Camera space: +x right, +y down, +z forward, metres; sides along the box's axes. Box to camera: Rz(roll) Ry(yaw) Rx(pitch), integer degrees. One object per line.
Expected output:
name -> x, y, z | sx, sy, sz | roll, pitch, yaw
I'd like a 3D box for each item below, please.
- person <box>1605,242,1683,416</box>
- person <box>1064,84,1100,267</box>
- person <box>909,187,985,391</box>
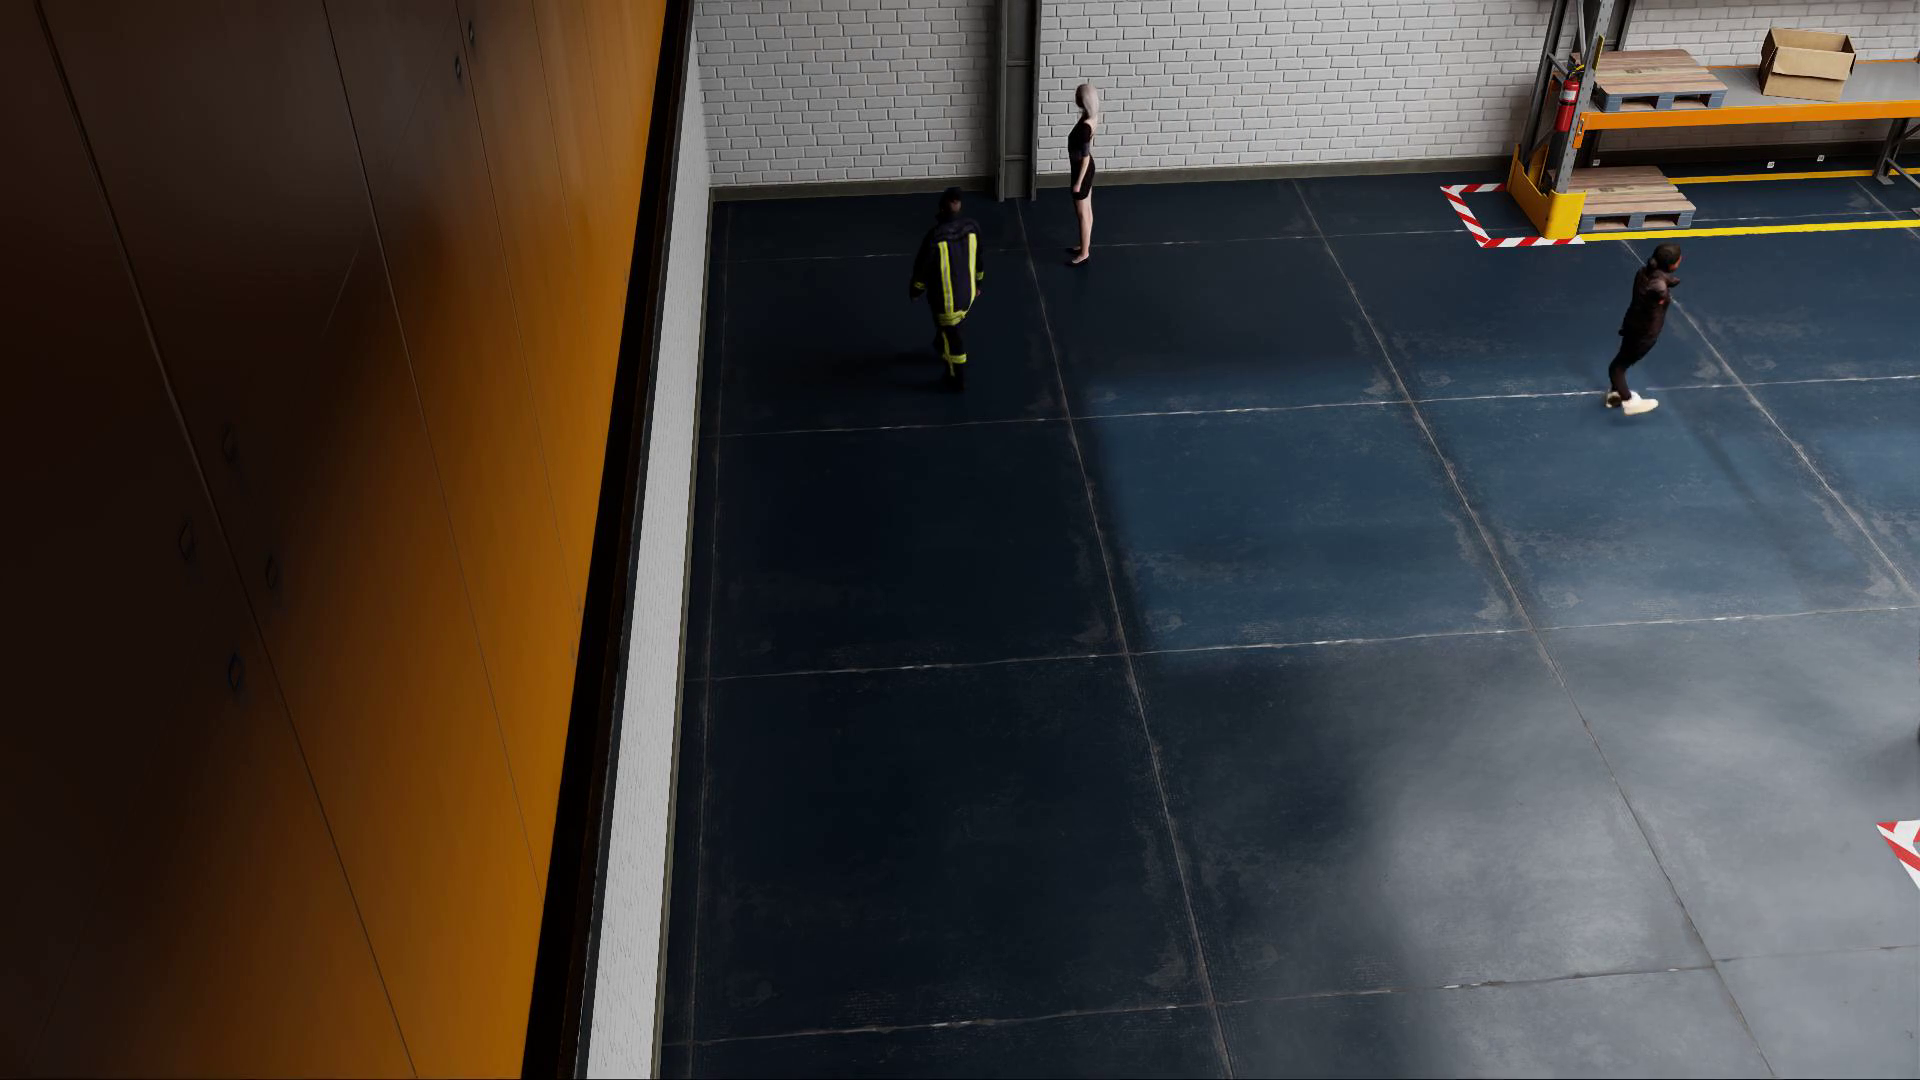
person -> 5.752, -1.731, 13.809 | 0.673, 1.663, 0.583 | -4, 39, -5
person -> 1.179, -3.489, 15.875 | 0.584, 1.831, 0.632 | 7, 39, 9
person -> -0.035, -2.109, 14.140 | 1.086, 1.841, 1.107 | -27, 46, -29
